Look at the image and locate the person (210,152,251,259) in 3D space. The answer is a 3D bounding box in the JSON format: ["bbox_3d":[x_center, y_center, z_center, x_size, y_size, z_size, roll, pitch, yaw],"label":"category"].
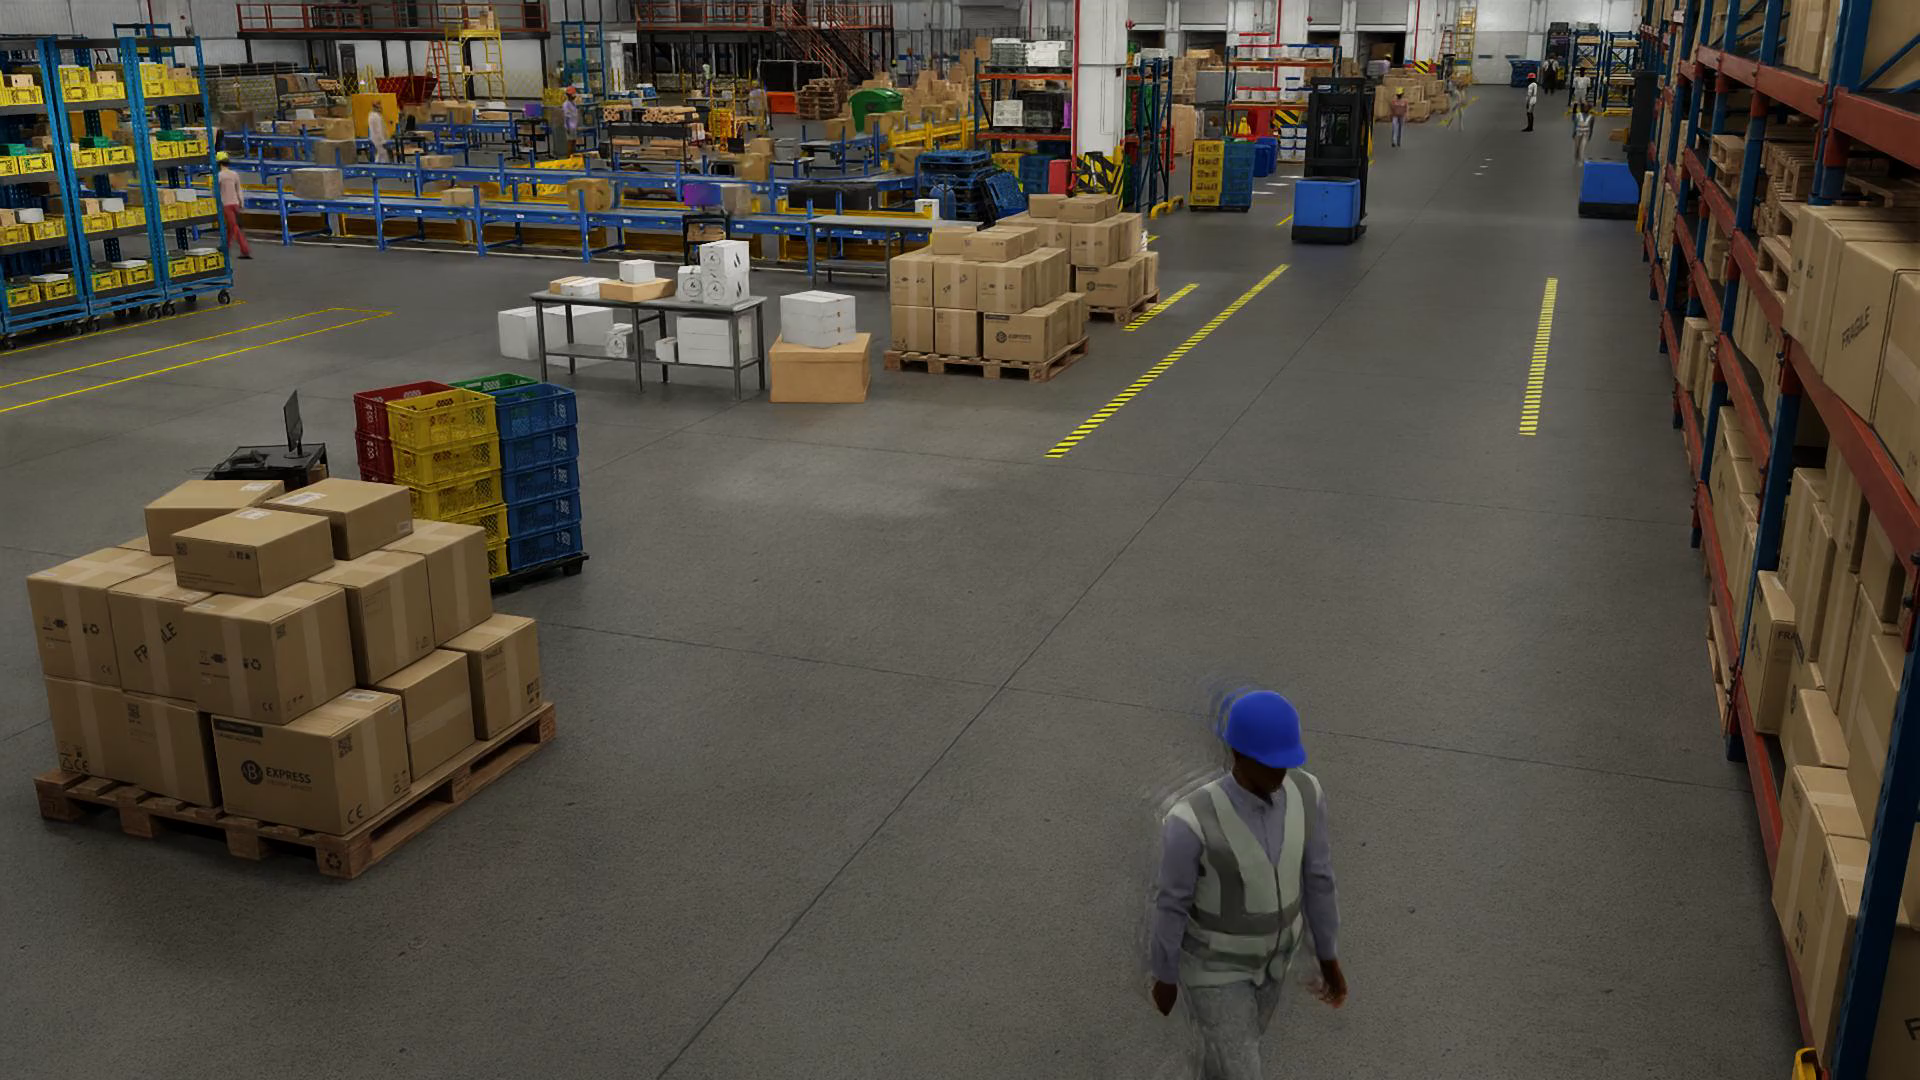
[{"bbox_3d":[-12.041,-5.478,27.254,0.913,1.720,0.531,6,19,19],"label":"person"}]

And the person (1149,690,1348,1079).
[{"bbox_3d":[0.982,1.394,5.340,0.611,1.916,0.822,-12,21,-32],"label":"person"}]

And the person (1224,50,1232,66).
[{"bbox_3d":[14.666,-25.783,90.766,0.493,1.897,0.722,-7,19,-22],"label":"person"}]

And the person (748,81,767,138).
[{"bbox_3d":[-6.543,-13.800,53.304,0.610,1.790,0.635,-14,22,-37],"label":"person"}]

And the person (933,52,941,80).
[{"bbox_3d":[-1.185,-23.561,83.723,0.643,1.946,0.655,-16,23,-40],"label":"person"}]

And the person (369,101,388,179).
[{"bbox_3d":[-13.987,-9.662,40.194,0.486,1.869,0.695,-10,20,-27],"label":"person"}]

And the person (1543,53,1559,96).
[{"bbox_3d":[28.308,-22.335,79.698,0.694,2.000,0.940,8,19,25],"label":"person"}]

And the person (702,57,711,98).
[{"bbox_3d":[-11.412,-20.696,74.745,0.392,1.919,0.591,5,18,17],"label":"person"}]

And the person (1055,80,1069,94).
[{"bbox_3d":[4.003,-17.614,65.177,0.595,1.847,0.521,16,23,40],"label":"person"}]

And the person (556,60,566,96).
[{"bbox_3d":[-17.441,-20.026,72.764,0.345,1.842,0.505,7,19,20],"label":"person"}]

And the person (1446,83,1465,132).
[{"bbox_3d":[16.806,-14.641,56.218,0.526,1.610,0.750,-8,19,-23],"label":"person"}]

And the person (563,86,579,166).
[{"bbox_3d":[-10.134,-10.818,43.507,0.397,2.043,0.609,3,18,9],"label":"person"}]

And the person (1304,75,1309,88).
[{"bbox_3d":[17.964,-24.733,87.564,0.875,1.845,0.524,2,18,5],"label":"person"}]

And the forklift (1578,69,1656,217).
[{"bbox_3d":[13.219,-7.740,32.475,1.873,2.768,1.129,6,19,18],"label":"forklift"}]

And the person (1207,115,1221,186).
[{"bbox_3d":[5.889,-9.083,38.734,0.321,1.623,0.539,-7,19,-20],"label":"person"}]

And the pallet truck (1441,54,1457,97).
[{"bbox_3d":[22.765,-21.886,78.355,0.823,1.965,1.885,-4,18,-14],"label":"pallet truck"}]

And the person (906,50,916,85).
[{"bbox_3d":[-2.635,-25.524,89.901,0.553,1.924,0.542,0,18,-1],"label":"person"}]

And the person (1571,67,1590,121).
[{"bbox_3d":[22.855,-16.428,61.285,0.606,1.956,0.377,3,18,10],"label":"person"}]

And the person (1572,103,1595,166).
[{"bbox_3d":[16.375,-10.672,43.750,0.516,1.606,0.636,5,18,15],"label":"person"}]

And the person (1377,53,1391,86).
[{"bbox_3d":[21.247,-23.349,83.095,0.669,1.910,0.606,17,24,42],"label":"person"}]

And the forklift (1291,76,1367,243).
[{"bbox_3d":[6.598,-6.755,29.381,1.129,2.768,1.873,6,19,19],"label":"forklift"}]

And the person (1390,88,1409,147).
[{"bbox_3d":[13.110,-12.613,49.677,0.531,1.717,0.904,4,18,11],"label":"person"}]

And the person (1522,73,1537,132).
[{"bbox_3d":[19.210,-14.753,56.066,0.388,1.929,0.540,13,22,35],"label":"person"}]

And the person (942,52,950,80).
[{"bbox_3d":[-0.682,-24.660,87.327,0.667,1.845,0.606,-13,22,-36],"label":"person"}]

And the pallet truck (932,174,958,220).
[{"bbox_3d":[-0.507,-5.292,27.348,0.653,1.274,1.630,6,19,19],"label":"pallet truck"}]

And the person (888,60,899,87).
[{"bbox_3d":[-3.108,-21.502,77.597,0.501,1.728,0.494,-1,18,-2],"label":"person"}]
